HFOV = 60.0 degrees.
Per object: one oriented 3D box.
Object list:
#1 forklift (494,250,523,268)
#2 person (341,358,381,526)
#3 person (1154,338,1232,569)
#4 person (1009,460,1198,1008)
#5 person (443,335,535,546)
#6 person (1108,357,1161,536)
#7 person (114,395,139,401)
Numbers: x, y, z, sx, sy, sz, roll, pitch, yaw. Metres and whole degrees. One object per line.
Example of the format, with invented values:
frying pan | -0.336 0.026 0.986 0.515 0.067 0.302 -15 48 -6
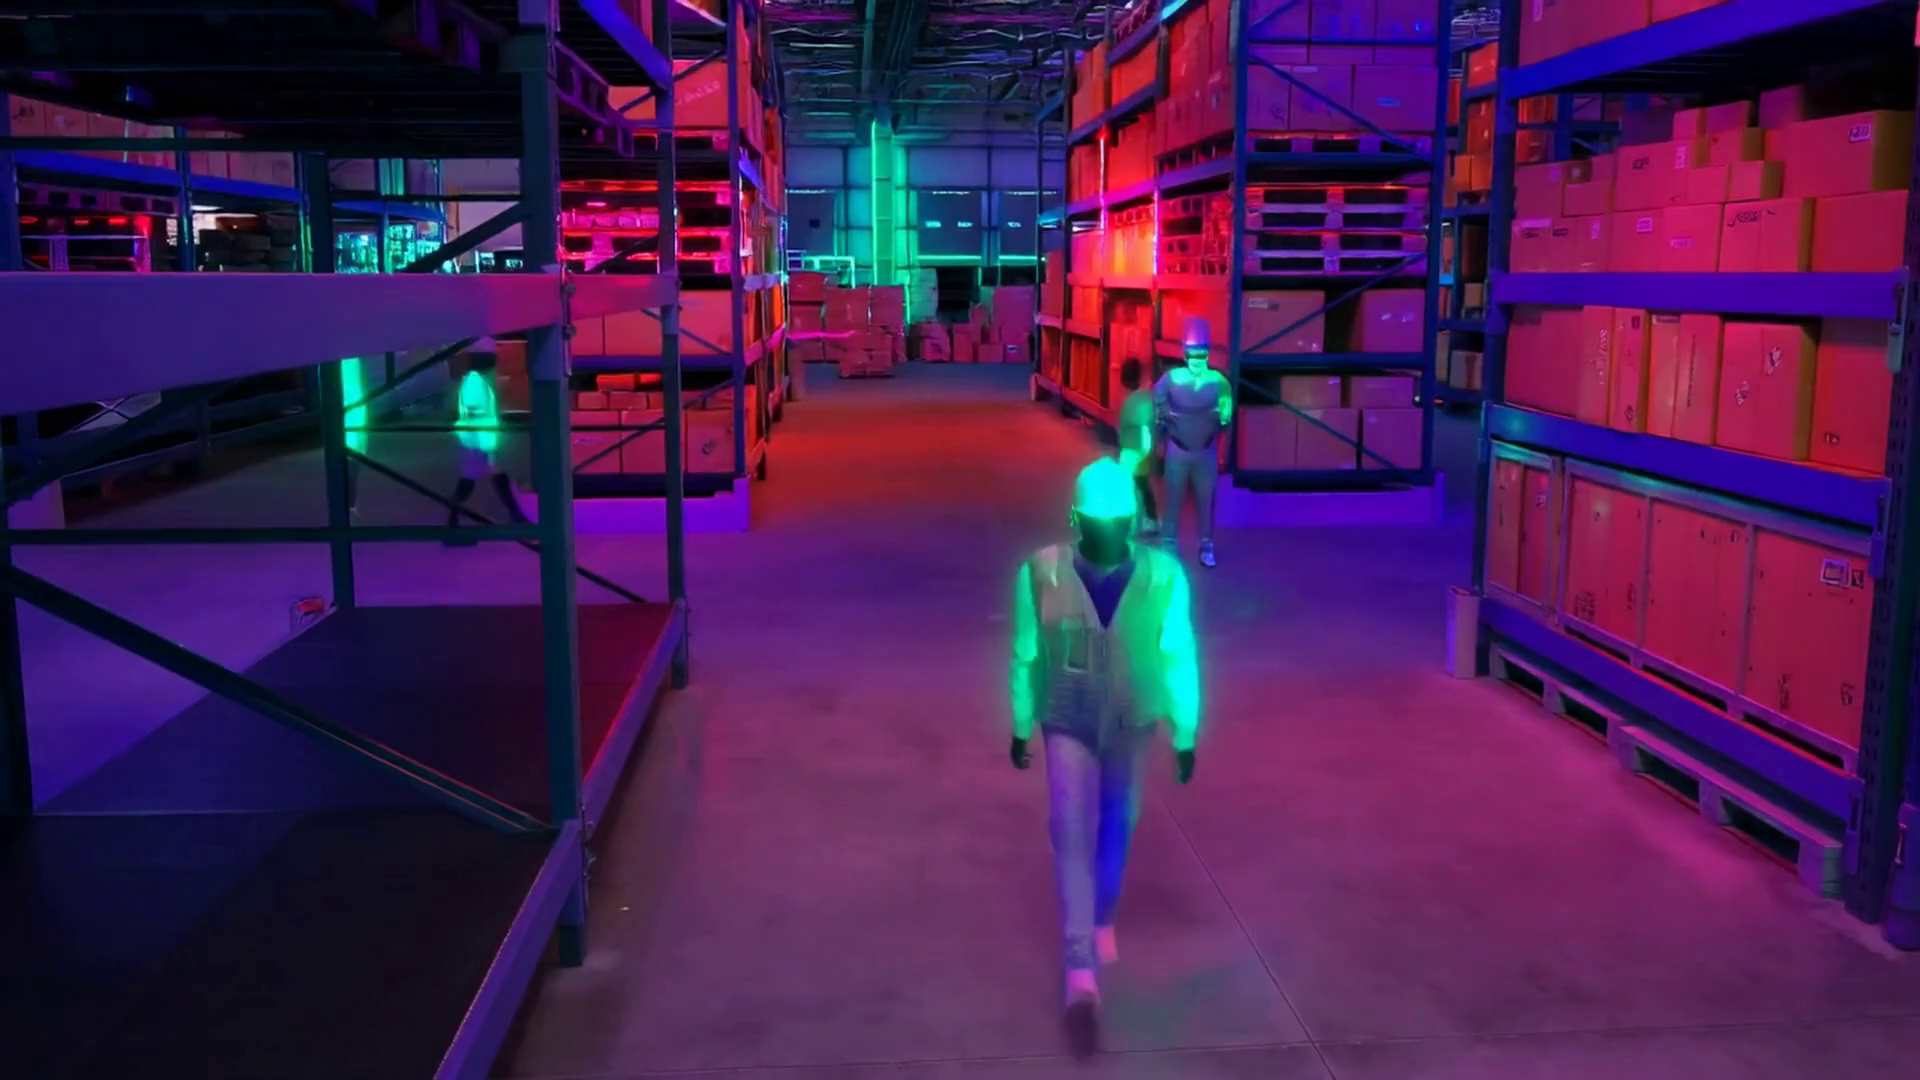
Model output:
forklift | -7.487 -3.594 28.698 1.129 2.768 1.873 -1 9 -4
person | -5.762 -1.113 15.743 0.391 2.040 0.615 -8 12 -42
person | 1.913 -0.706 13.651 0.642 1.900 0.400 0 9 0
person | 0.487 0.637 5.526 0.626 1.788 0.890 0 9 -2
person | -4.158 -0.871 14.716 0.993 1.881 0.565 -1 9 -6
person | 1.484 -0.834 15.184 0.856 1.652 0.548 -1 9 -7
person | -16.097 -3.455 31.775 0.782 1.602 0.545 0 9 1
